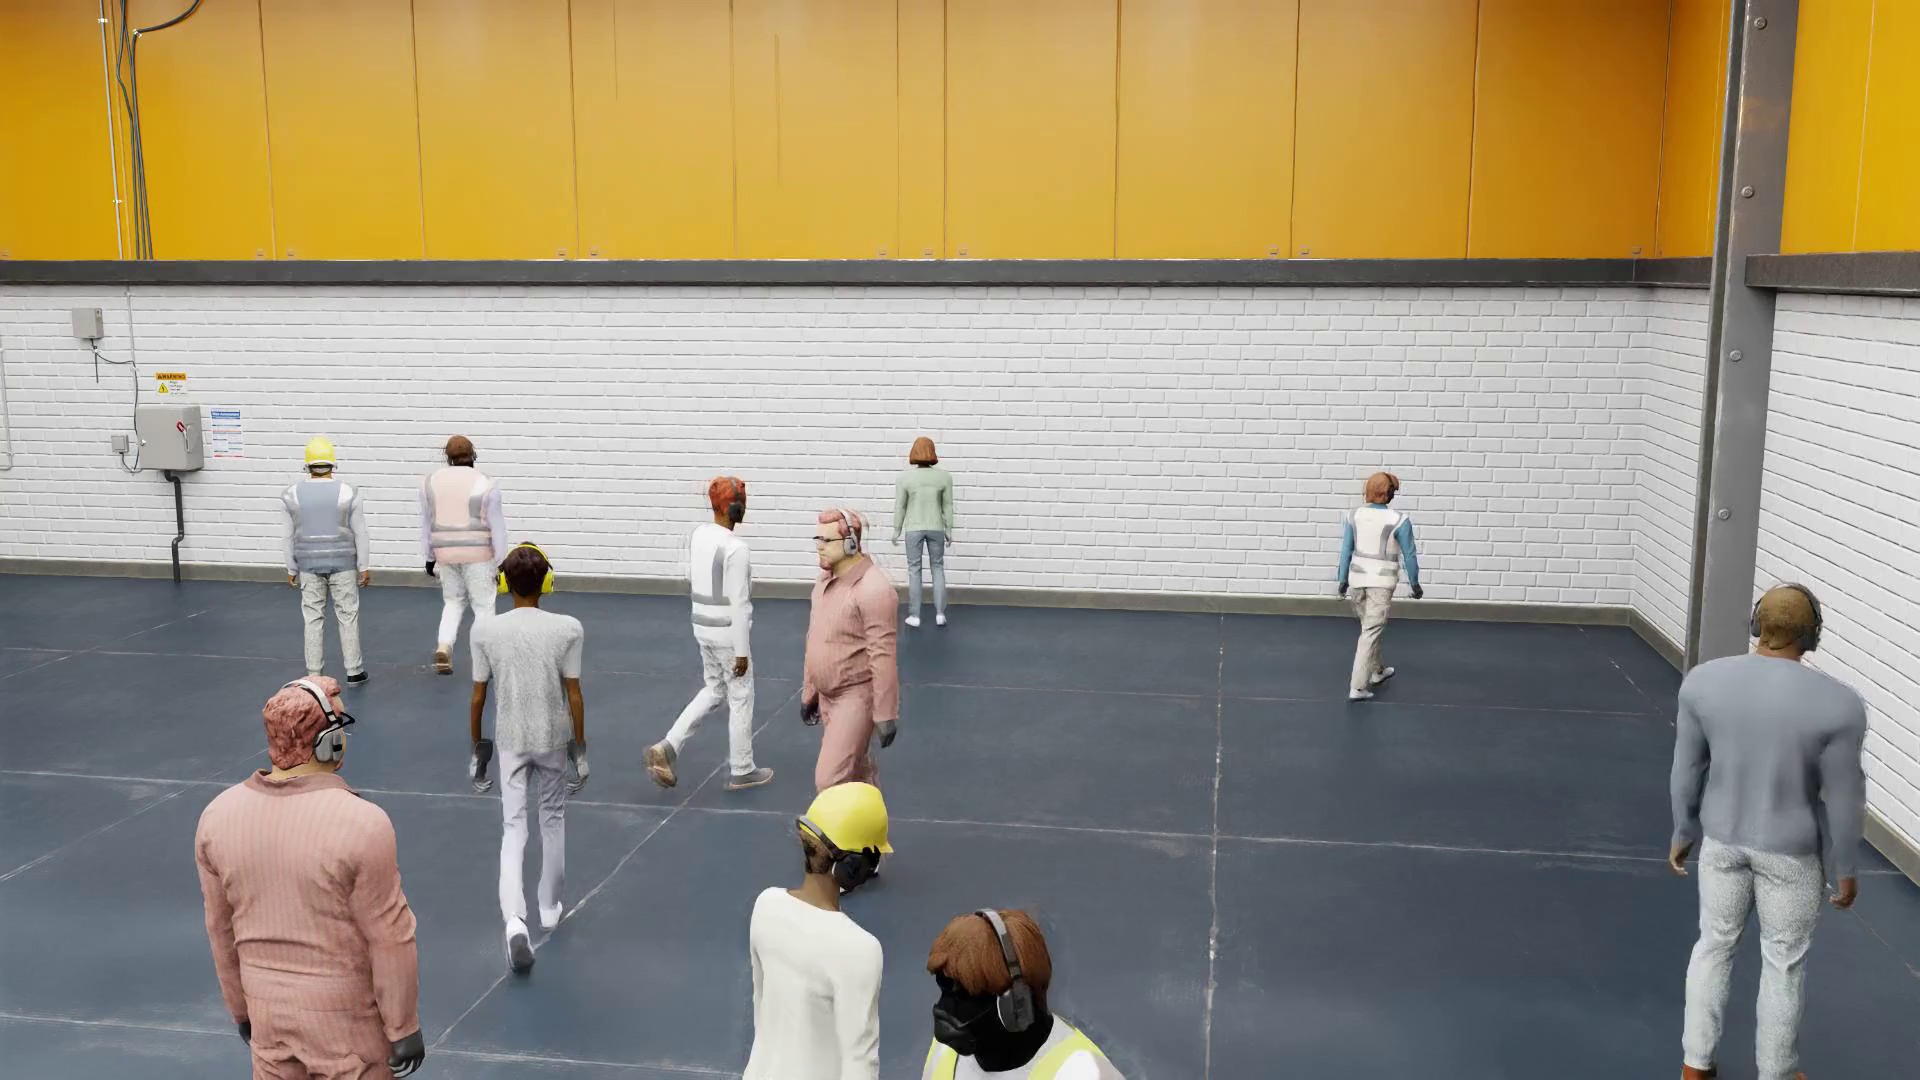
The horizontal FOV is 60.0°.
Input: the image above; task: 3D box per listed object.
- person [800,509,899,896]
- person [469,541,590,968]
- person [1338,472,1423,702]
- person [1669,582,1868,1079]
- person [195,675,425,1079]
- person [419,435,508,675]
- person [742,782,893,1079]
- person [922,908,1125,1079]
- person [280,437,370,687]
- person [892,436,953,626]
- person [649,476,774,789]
[{"bbox_3d":[-0.603,0.787,8.091,0.536,1.888,0.679,-5,10,-28],"label":"person"},{"bbox_3d":[-1.917,0.930,7.385,0.521,1.847,0.841,-2,9,-10],"label":"person"},{"bbox_3d":[3.011,0.321,11.861,0.810,1.605,0.527,-8,12,-40],"label":"person"},{"bbox_3d":[2.898,1.110,6.004,0.652,1.932,0.375,9,13,44],"label":"person"},{"bbox_3d":[-1.797,1.325,4.735,0.636,1.911,0.406,3,10,17],"label":"person"},{"bbox_3d":[-3.661,0.143,12.278,0.685,1.830,0.544,1,9,7],"label":"person"},{"bbox_3d":[-0.350,1.477,4.388,0.864,1.708,0.617,-8,12,-42],"label":"person"},{"bbox_3d":[0.096,1.615,3.343,0.994,1.786,0.635,-7,12,-38],"label":"person"},{"bbox_3d":[-4.587,0.169,12.076,0.599,1.836,0.404,-2,9,-10],"label":"person"},{"bbox_3d":[-0.309,-0.069,14.180,0.504,1.633,0.286,-2,9,-13],"label":"person"},{"bbox_3d":[-1.421,0.559,9.590,0.681,1.869,0.600,-8,12,-39],"label":"person"}]
